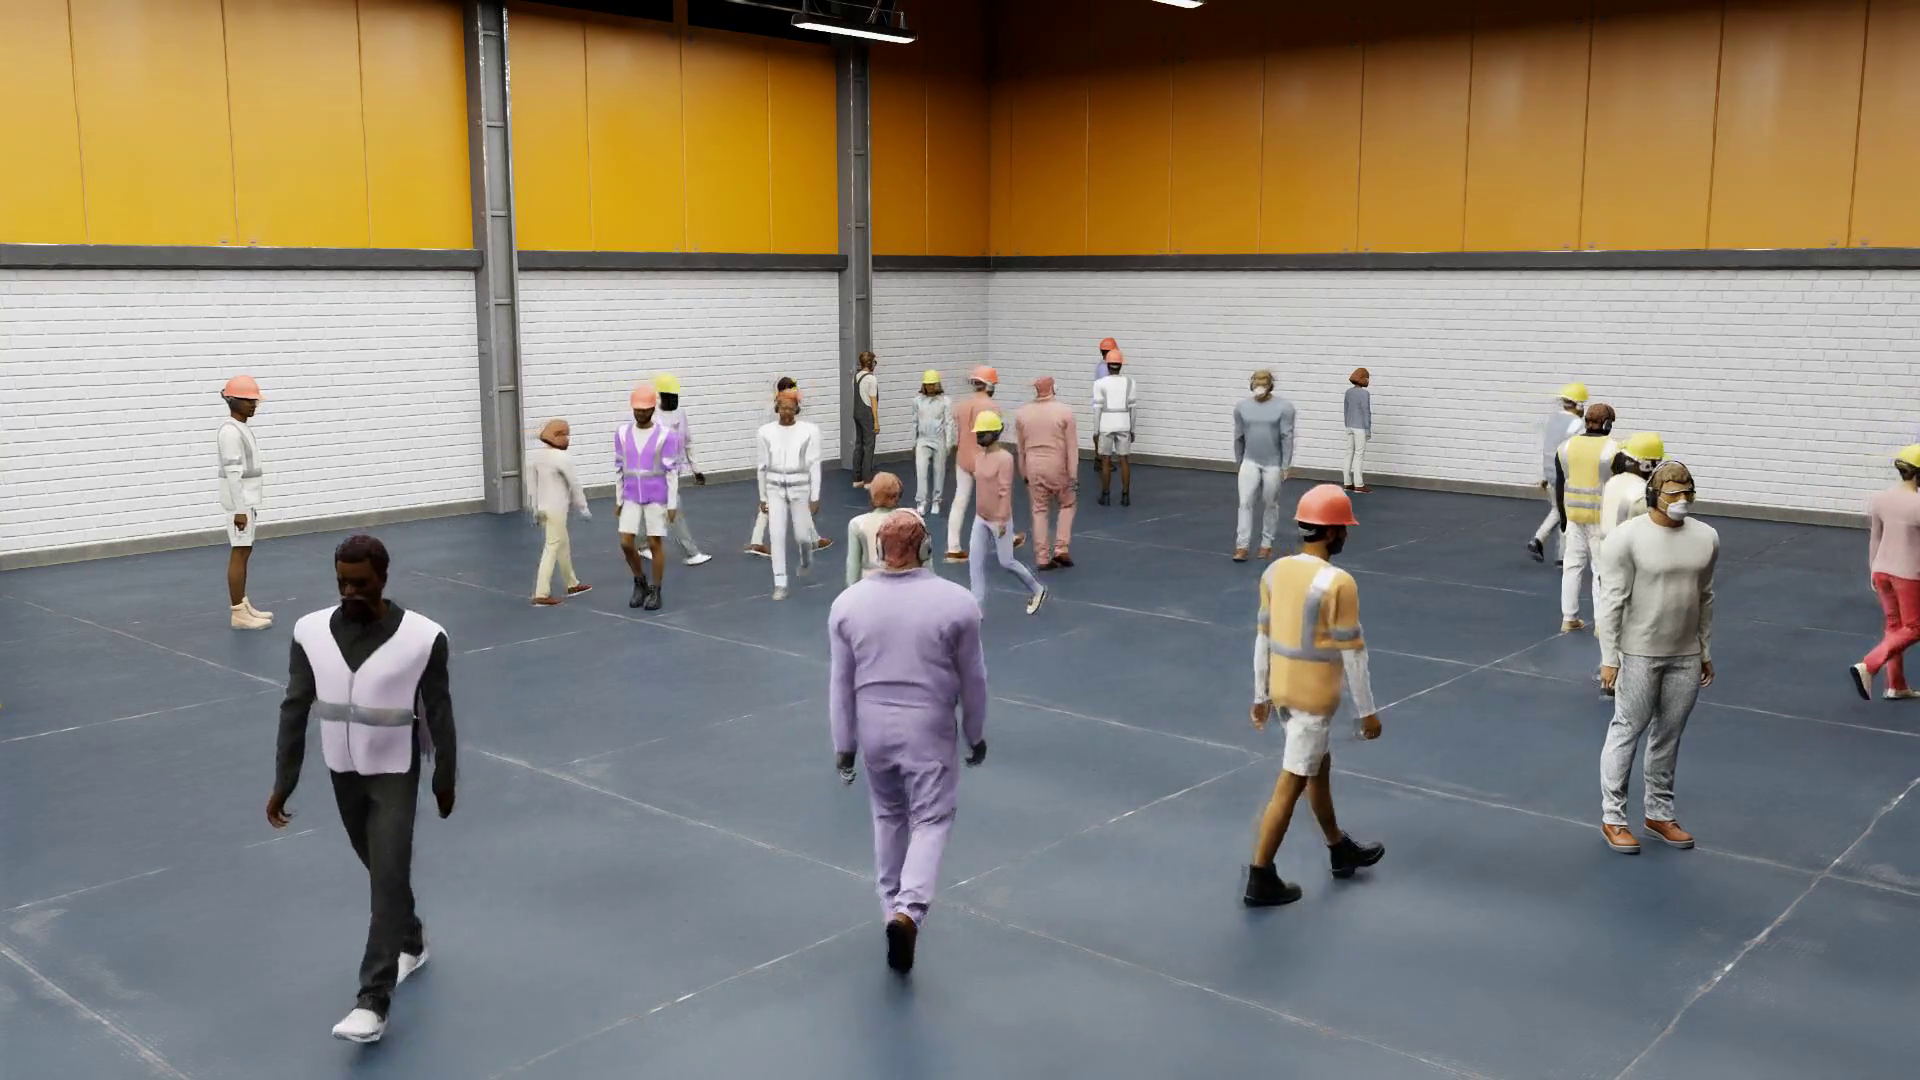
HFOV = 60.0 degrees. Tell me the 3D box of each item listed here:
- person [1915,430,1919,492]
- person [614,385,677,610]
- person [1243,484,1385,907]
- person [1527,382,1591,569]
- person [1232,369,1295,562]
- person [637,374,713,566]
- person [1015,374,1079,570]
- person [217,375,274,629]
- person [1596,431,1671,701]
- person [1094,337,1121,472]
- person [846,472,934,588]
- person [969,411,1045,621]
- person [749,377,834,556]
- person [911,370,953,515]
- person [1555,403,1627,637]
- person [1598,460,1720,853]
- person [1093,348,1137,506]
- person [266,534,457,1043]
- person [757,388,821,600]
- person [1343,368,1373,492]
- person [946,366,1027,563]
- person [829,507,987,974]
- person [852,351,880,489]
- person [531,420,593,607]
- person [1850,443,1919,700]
[{"bbox_3d":[8.144,-0.342,13.975,0.771,1.921,0.624,1,9,4],"label":"person"},{"bbox_3d":[-2.656,-0.348,14.024,0.568,1.917,0.445,1,9,8],"label":"person"},{"bbox_3d":[1.669,0.694,7.538,0.947,1.891,0.548,-4,10,-23],"label":"person"},{"bbox_3d":[5.799,-0.609,15.977,0.479,1.814,0.603,-4,10,-24],"label":"person"},{"bbox_3d":[2.962,-0.718,16.421,0.637,1.902,0.888,4,10,22],"label":"person"},{"bbox_3d":[-2.838,-0.689,16.302,0.981,1.875,0.609,4,10,25],"label":"person"},{"bbox_3d":[0.863,-0.649,16.021,0.675,1.882,0.499,5,10,28],"label":"person"},{"bbox_3d":[-5.744,-0.306,13.381,0.394,2.040,0.610,-3,9,-16],"label":"person"},{"bbox_3d":[4.466,0.185,11.003,0.434,1.812,0.596,0,9,1],"label":"person"},{"bbox_3d":[2.130,-1.963,24.107,0.373,1.934,0.551,0,9,1],"label":"person"},{"bbox_3d":[-0.429,0.369,10.543,0.533,1.595,0.861,2,9,13],"label":"person"},{"bbox_3d":[0.333,-0.194,13.610,0.771,1.743,0.520,-6,11,-35],"label":"person"},{"bbox_3d":[-1.774,-0.745,16.890,1.012,1.812,0.543,-8,12,-41],"label":"person"},{"bbox_3d":[-0.347,-1.127,19.525,0.512,1.709,0.787,2,9,9],"label":"person"},{"bbox_3d":[4.994,-0.159,13.097,0.429,1.839,0.623,-7,11,-38],"label":"person"},{"bbox_3d":[3.437,0.570,8.197,0.638,1.938,0.356,-2,9,-14],"label":"person"},{"bbox_3d":[1.898,-1.385,20.478,0.551,1.935,0.372,-1,9,-6],"label":"person"},{"bbox_3d":[-2.263,0.910,6.295,0.614,1.867,1.002,1,9,9],"label":"person"},{"bbox_3d":[-1.499,-0.428,14.762,0.576,1.852,0.778,1,9,5],"label":"person"},{"bbox_3d":[5.211,-1.440,21.776,0.284,1.633,0.498,-4,10,-23],"label":"person"},{"bbox_3d":[0.239,-0.757,16.531,0.647,1.928,1.054,9,13,43],"label":"person"},{"bbox_3d":[-0.228,0.810,6.897,0.639,1.879,0.796,3,9,15],"label":"person"},{"bbox_3d":[-1.245,-1.587,22.082,0.341,1.839,0.501,-6,11,-34],"label":"person"},{"bbox_3d":[-3.413,-0.244,14.398,0.491,1.596,0.769,9,12,43],"label":"person"},{"bbox_3d":[6.159,0.230,10.946,0.616,1.747,0.527,-3,9,-16],"label":"person"}]
